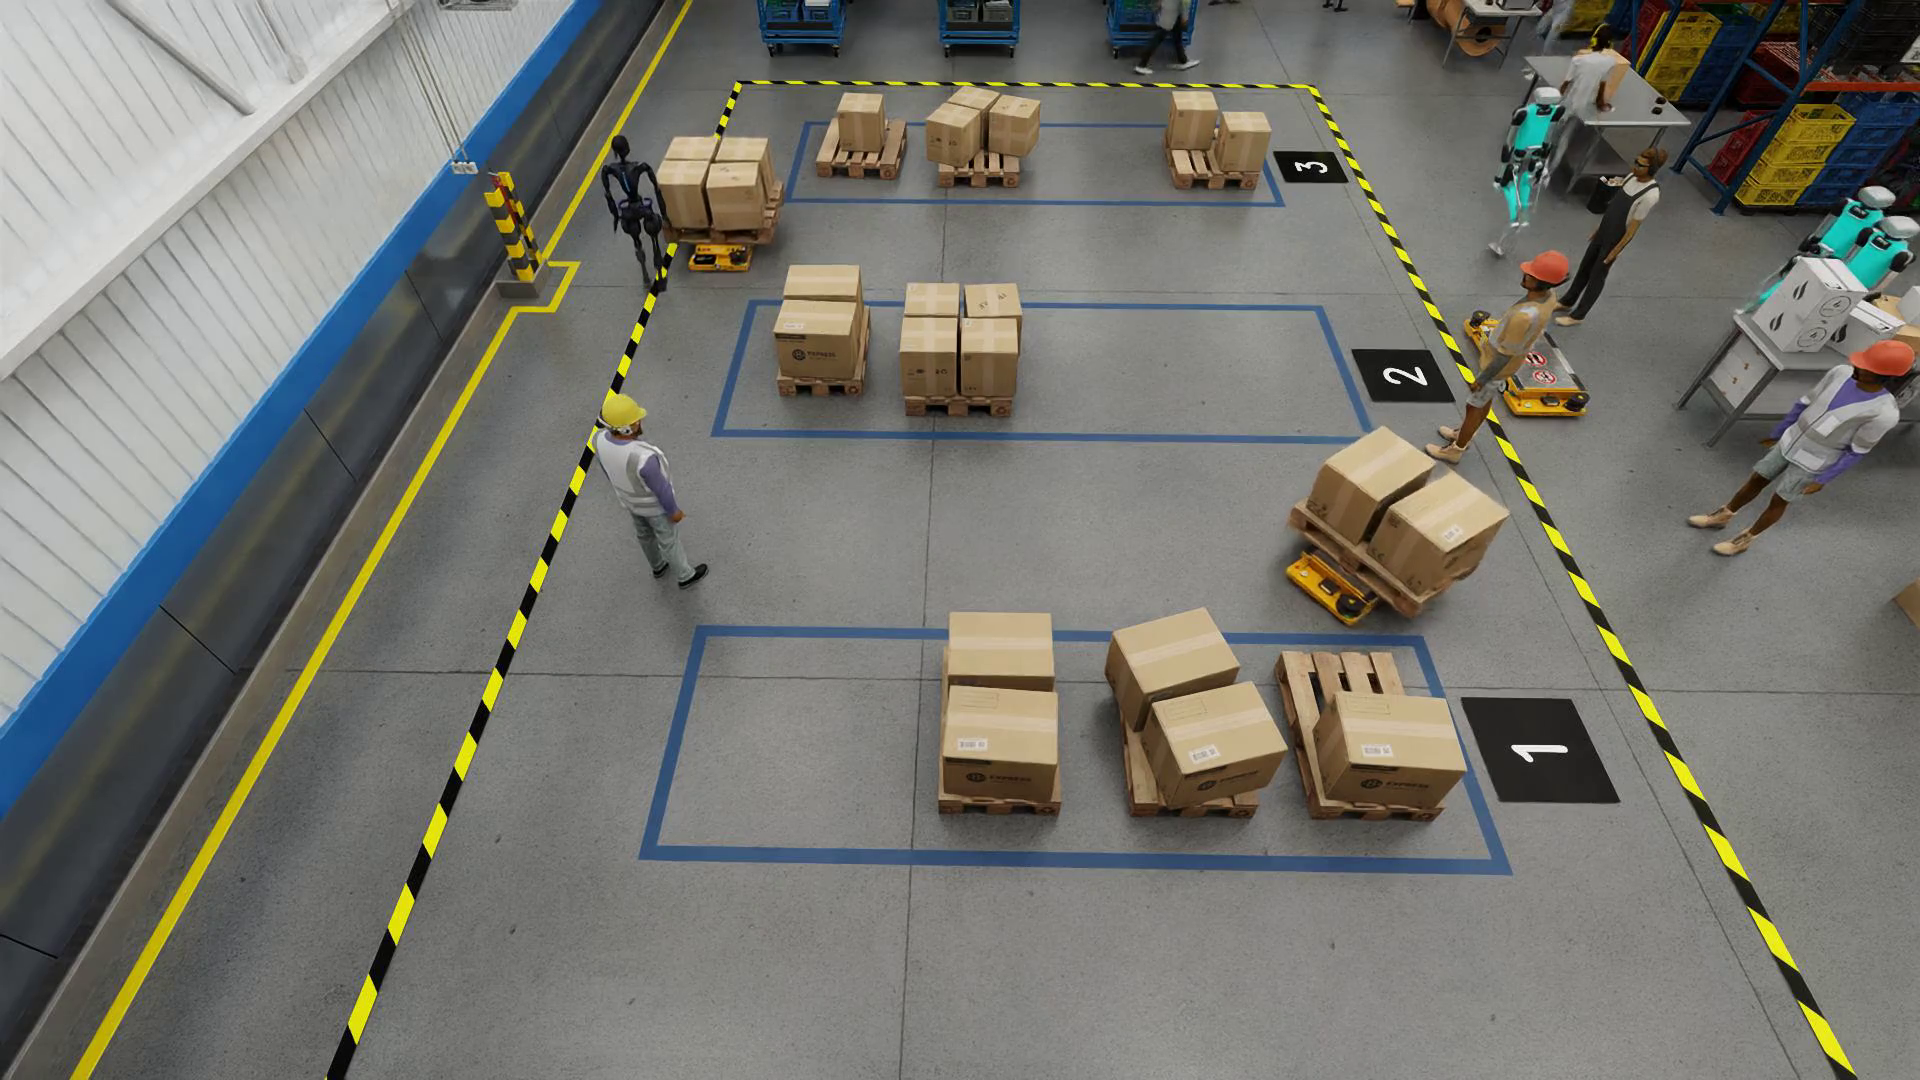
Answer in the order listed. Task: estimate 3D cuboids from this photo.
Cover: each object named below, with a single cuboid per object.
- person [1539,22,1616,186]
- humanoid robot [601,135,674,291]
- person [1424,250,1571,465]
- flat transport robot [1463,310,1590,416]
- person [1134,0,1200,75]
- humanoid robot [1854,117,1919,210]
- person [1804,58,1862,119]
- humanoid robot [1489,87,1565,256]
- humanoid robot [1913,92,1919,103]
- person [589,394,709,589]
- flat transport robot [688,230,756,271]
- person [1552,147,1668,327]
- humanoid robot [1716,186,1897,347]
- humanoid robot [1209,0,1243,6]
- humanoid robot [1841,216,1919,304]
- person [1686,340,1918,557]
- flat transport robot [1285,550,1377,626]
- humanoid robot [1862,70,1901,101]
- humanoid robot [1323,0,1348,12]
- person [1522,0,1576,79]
[{"bbox_3d":[7.329,-5.148,10.945,0.566,1.848,0.434,8,50,7],"label":"person"},{"bbox_3d":[-3.332,-3.381,9.527,0.616,1.643,0.351,-7,49,-6],"label":"humanoid robot"},{"bbox_3d":[4.478,-1.489,7.647,0.359,2.047,0.613,35,57,26],"label":"person"},{"bbox_3d":[5.573,-1.757,9.054,0.659,0.231,1.431,1,49,1],"label":"flat transport robot"},{"bbox_3d":[3.068,-7.599,13.102,1.031,1.783,0.615,-4,49,-3],"label":"person"},{"bbox_3d":[10.362,-4.007,10.073,0.422,1.647,0.590,-2,49,-2],"label":"humanoid robot"},{"bbox_3d":[10.847,-5.663,11.379,0.315,1.867,0.526,0,49,0],"label":"person"},{"bbox_3d":[6.098,-3.830,9.912,0.560,1.830,0.786,-6,49,-5],"label":"humanoid robot"},{"bbox_3d":[12.341,-5.586,11.422,1.032,1.714,0.544,-5,49,-4],"label":"humanoid robot"},{"bbox_3d":[-2.307,-0.329,6.788,0.587,1.825,0.404,25,54,20],"label":"person"},{"bbox_3d":[-2.687,-3.606,10.636,0.652,0.197,1.431,1,49,1],"label":"flat transport robot"},{"bbox_3d":[6.421,-2.981,9.079,0.351,1.839,0.497,2,49,1],"label":"person"},{"bbox_3d":[7.868,-2.439,8.689,0.753,1.799,0.538,-9,50,-8],"label":"humanoid robot"},{"bbox_3d":[4.485,-9.649,14.960,0.534,1.641,0.591,-18,52,-15],"label":"humanoid robot"},{"bbox_3d":[7.793,-2.091,8.378,0.865,1.780,0.554,-1,49,-1],"label":"humanoid robot"},{"bbox_3d":[6.367,-0.657,6.932,0.390,2.040,0.607,-3,49,-2],"label":"person"},{"bbox_3d":[3.387,0.101,7.427,1.431,0.197,0.652,-28,55,-22],"label":"flat transport robot"},{"bbox_3d":[13.136,-6.975,12.647,0.550,1.856,0.855,-18,51,-15],"label":"humanoid robot"},{"bbox_3d":[6.312,-9.532,14.843,0.315,1.657,0.599,-24,53,-20],"label":"humanoid robot"},{"bbox_3d":[8.476,-7.458,13.017,0.408,1.725,0.520,-1,49,0],"label":"person"}]
